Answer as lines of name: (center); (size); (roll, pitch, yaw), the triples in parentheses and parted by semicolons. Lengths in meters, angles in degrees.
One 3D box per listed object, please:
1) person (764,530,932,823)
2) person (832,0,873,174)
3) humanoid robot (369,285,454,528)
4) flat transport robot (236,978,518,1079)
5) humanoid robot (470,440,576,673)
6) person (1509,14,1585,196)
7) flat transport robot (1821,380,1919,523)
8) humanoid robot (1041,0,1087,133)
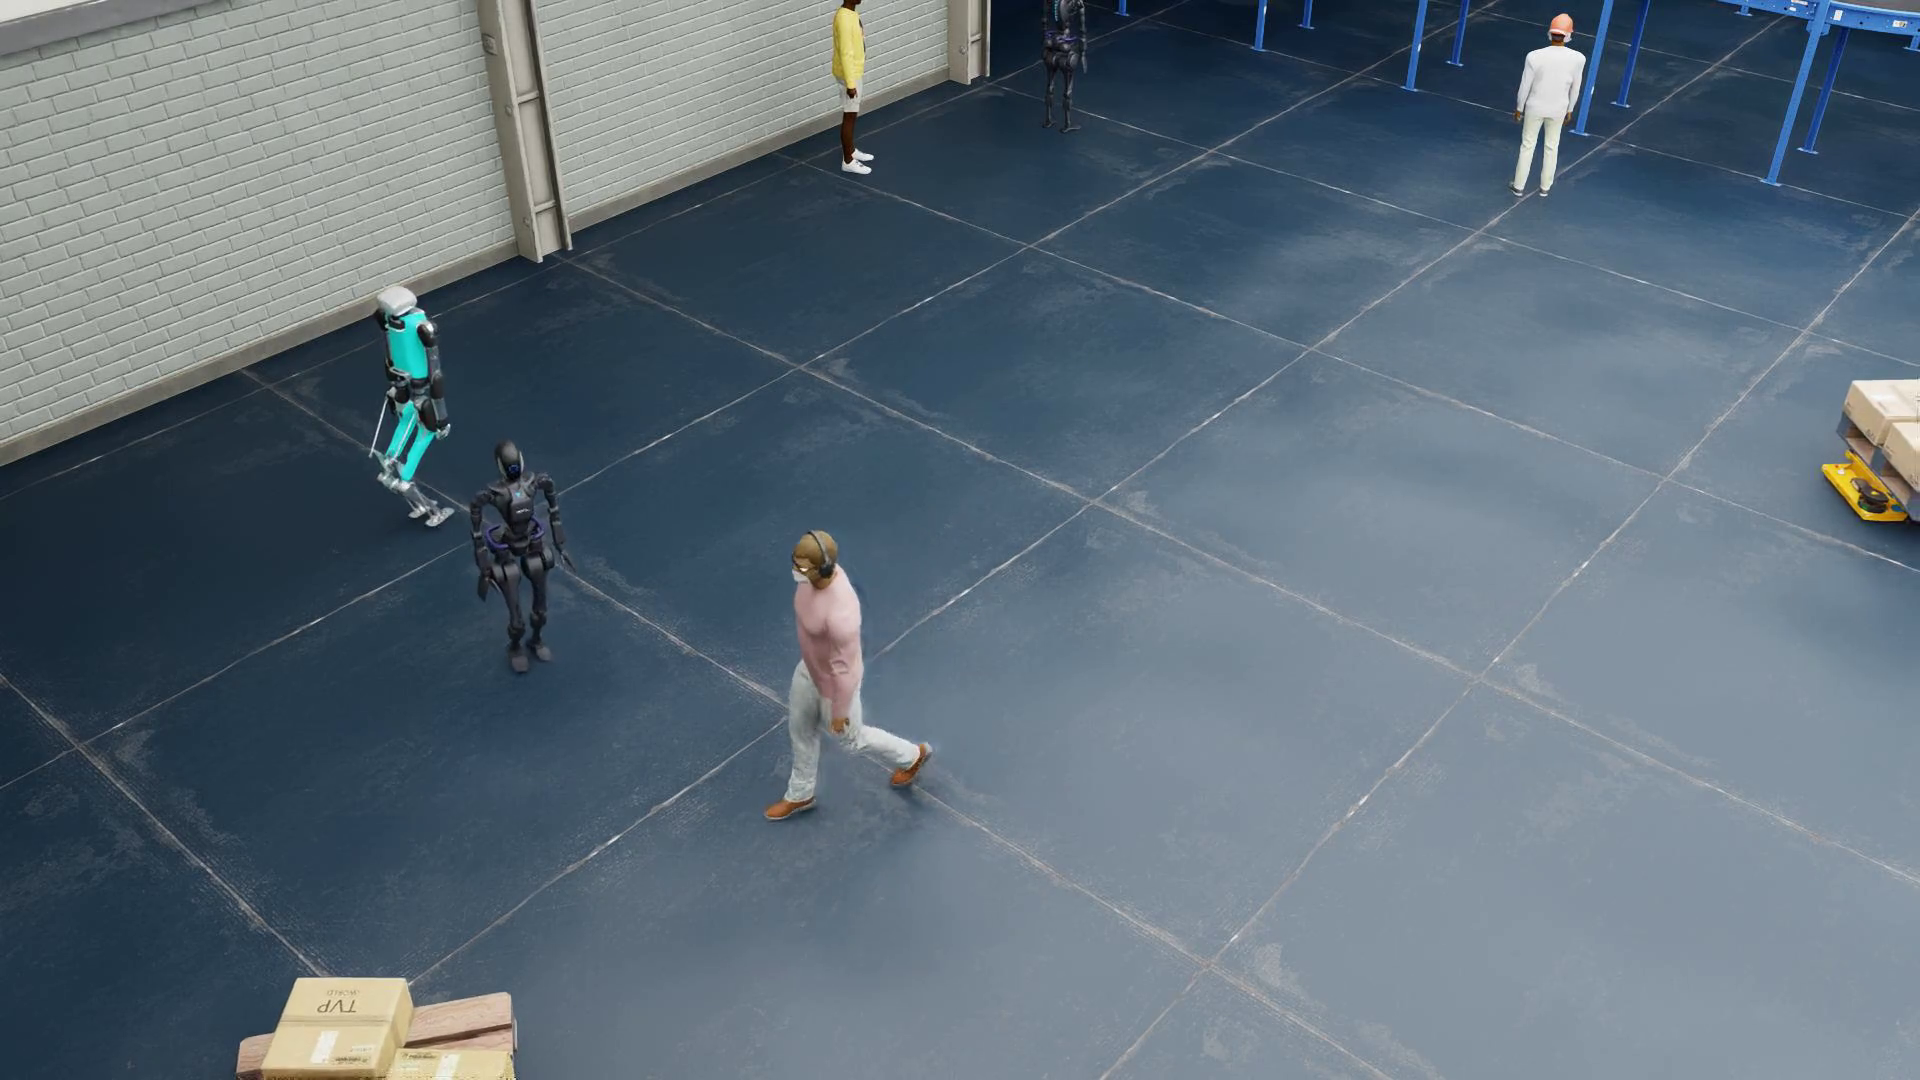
person: (-0.635, 0.718, 8.980); (0.917, 1.905, 0.633); (-14, 38, -19)
person: (-1.072, -4.589, 16.427); (0.368, 1.898, 0.555); (1, 35, 2)
humanoid robot: (-3.784, -0.822, 11.219); (0.540, 1.740, 0.677); (22, 41, 27)
flat transport robot: (-2.582, 2.760, 7.512); (0.659, 0.231, 1.431); (-8, 36, -11)
humanoid robot: (-2.660, 0.089, 10.057); (0.601, 1.646, 0.374); (-22, 41, -27)
person: (5.611, -4.159, 15.950); (0.563, 1.747, 0.336); (5, 36, 7)
flat transport robot: (7.055, -0.399, 11.948); (1.431, 0.231, 0.659); (-1, 35, -2)
humanoid robot: (1.061, -5.112, 17.339); (0.599, 1.657, 0.315); (27, 43, 32)
